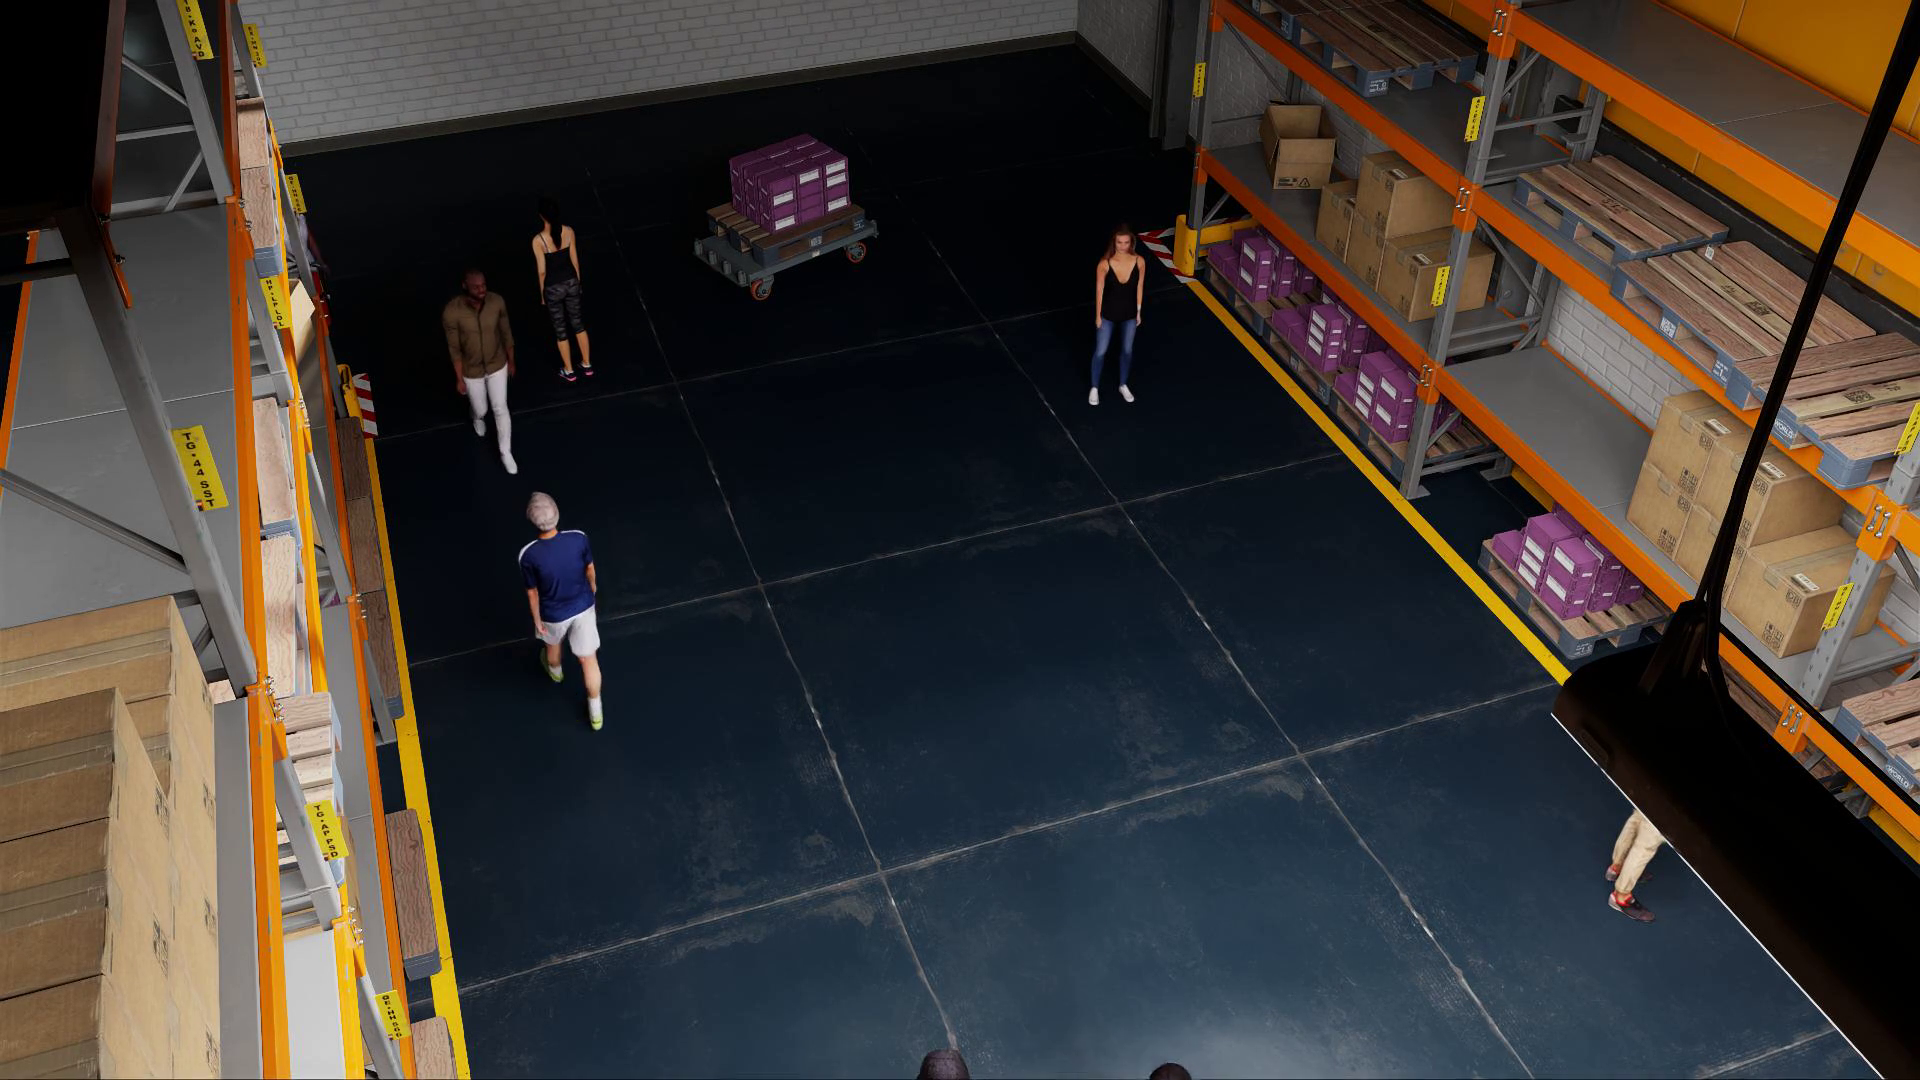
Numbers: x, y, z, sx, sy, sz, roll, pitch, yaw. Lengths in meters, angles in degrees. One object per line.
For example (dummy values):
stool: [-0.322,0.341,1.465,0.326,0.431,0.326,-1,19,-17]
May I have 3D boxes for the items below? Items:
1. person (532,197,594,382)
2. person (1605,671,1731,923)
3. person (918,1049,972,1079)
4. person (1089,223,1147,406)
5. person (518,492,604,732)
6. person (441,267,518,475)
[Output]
person: [-3.476,-2.183,14.514,0.629,1.721,0.640,-29,47,-31]
person: [4.170,1.475,9.827,0.769,1.855,0.679,11,40,13]
person: [-0.020,3.072,7.963,0.734,1.684,0.986,-23,44,-26]
person: [1.347,-1.943,14.214,0.628,1.721,0.560,-6,39,-8]
person: [-2.591,0.518,11.073,0.736,1.795,1.098,-16,41,-20]
person: [-3.900,-1.430,13.508,0.825,1.800,1.008,-20,43,-23]
